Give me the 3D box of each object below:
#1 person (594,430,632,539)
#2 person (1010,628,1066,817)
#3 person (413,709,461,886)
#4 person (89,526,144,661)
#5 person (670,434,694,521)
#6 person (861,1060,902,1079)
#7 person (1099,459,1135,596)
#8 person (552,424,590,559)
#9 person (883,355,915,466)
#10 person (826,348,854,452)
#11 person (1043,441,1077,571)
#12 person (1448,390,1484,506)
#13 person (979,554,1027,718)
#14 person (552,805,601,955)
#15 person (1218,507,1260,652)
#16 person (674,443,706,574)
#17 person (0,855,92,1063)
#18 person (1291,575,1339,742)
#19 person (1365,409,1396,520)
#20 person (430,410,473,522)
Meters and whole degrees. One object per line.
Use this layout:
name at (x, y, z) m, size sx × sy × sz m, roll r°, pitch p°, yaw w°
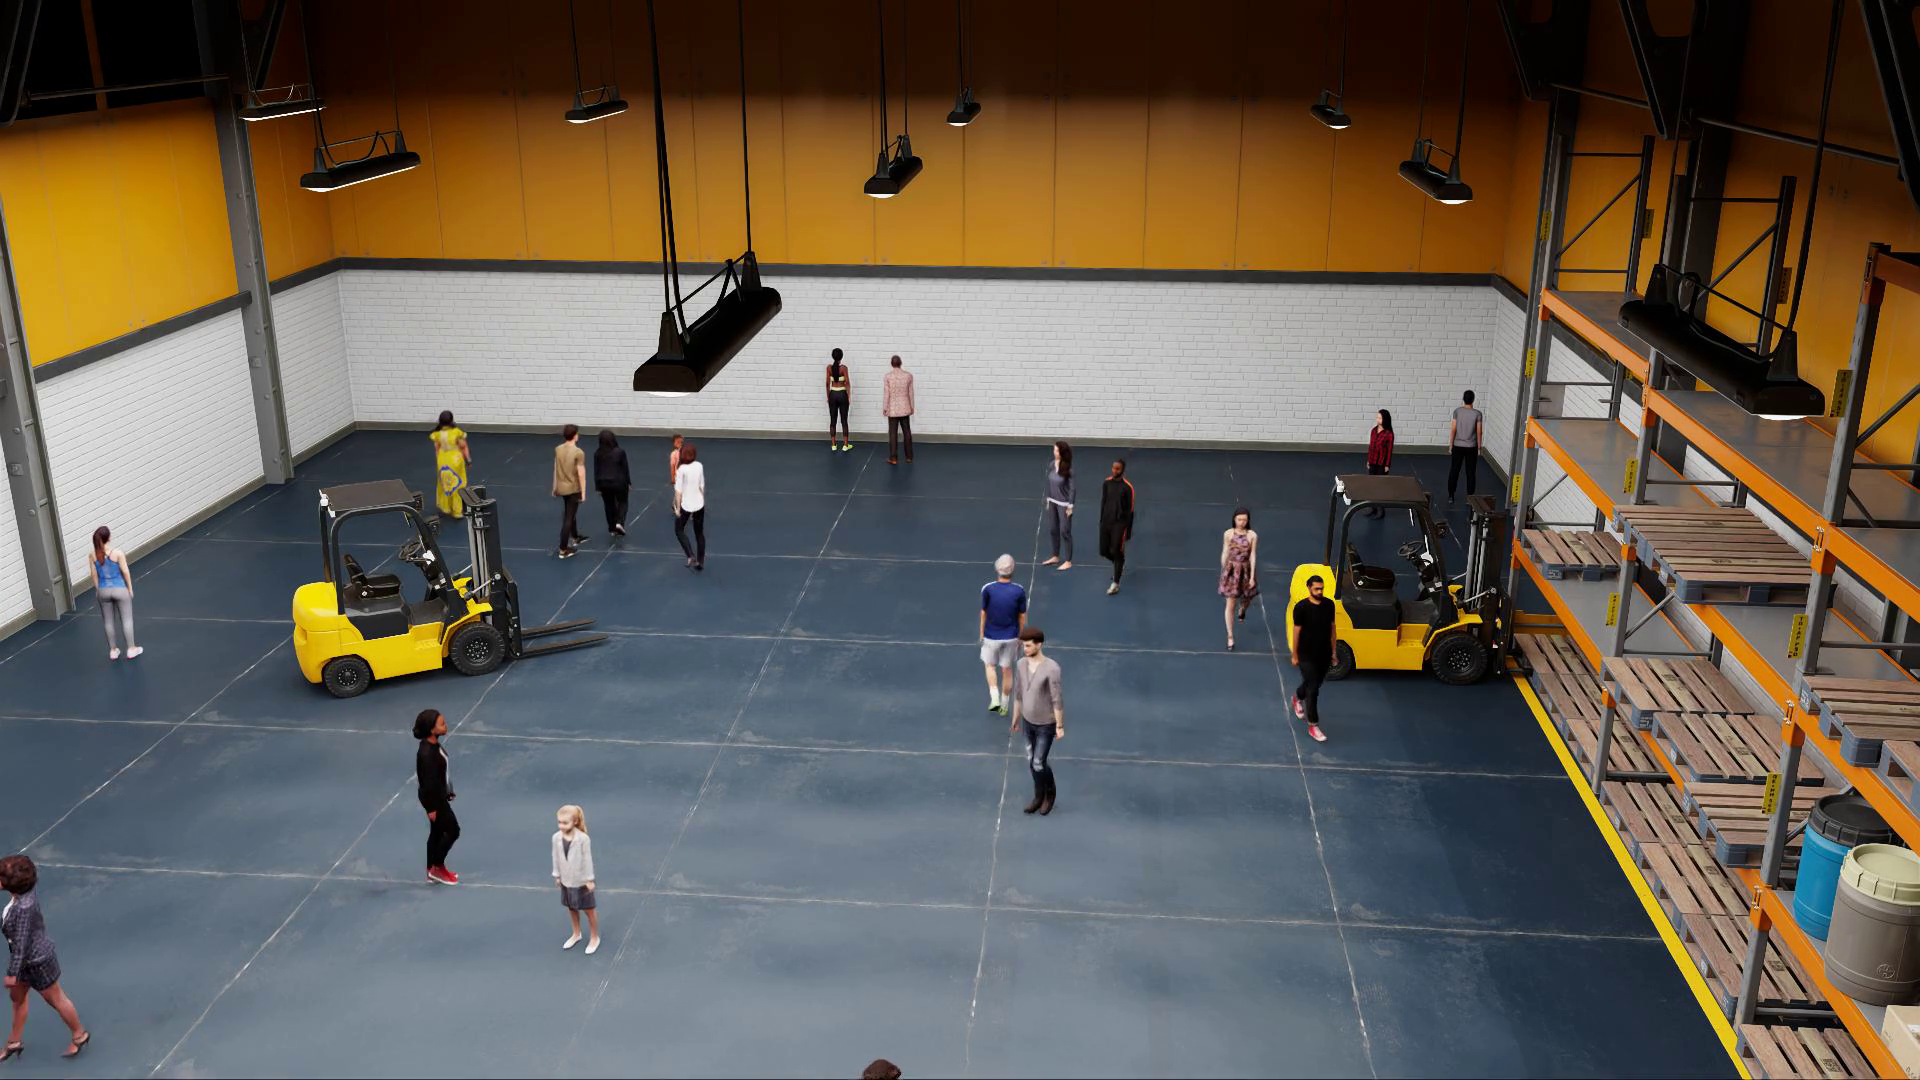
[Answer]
person at (-4.940, -0.766, 23.630) m, size 0.761 × 1.600 × 0.849 m, roll -1°, pitch 19°, yaw -4°
person at (0.812, 1.705, 15.845) m, size 0.825 × 1.886 × 0.864 m, roll 16°, pitch 25°, yaw 40°
person at (-4.659, 2.271, 14.523) m, size 0.728 × 1.658 × 0.589 m, roll -3°, pitch 19°, yaw -8°
person at (-9.941, 0.614, 19.520) m, size 0.614 × 1.609 × 0.590 m, roll -3°, pitch 19°, yaw -8°
person at (-4.164, -0.957, 24.686) m, size 0.885 × 1.288 × 0.889 m, roll 17°, pitch 25°, yaw 41°
person at (-0.527, 3.828, 9.612) m, size 0.976 × 1.841 × 0.797 m, roll 11°, pitch 22°, yaw 30°
person at (2.070, -0.210, 21.662) m, size 0.857 × 1.802 × 0.948 m, roll 13°, pitch 23°, yaw 34°
person at (-5.461, -0.667, 22.996) m, size 0.928 × 1.818 × 1.076 m, roll 11°, pitch 22°, yaw 30°
person at (-1.014, -2.156, 27.434) m, size 0.773 × 1.807 × 0.741 m, roll -6°, pitch 20°, yaw -18°
person at (-2.068, -2.390, 28.211) m, size 0.576 × 1.754 × 0.519 m, roll 3°, pitch 19°, yaw 10°
person at (1.370, -0.485, 22.533) m, size 0.727 × 1.768 × 0.682 m, roll -17°, pitch 25°, yaw -41°
person at (7.696, -1.425, 25.346) m, size 0.686 × 1.754 × 0.649 m, roll 9°, pitch 20°, yaw 24°
person at (0.453, 1.060, 17.848) m, size 0.689 × 1.831 × 0.726 m, roll 0°, pitch 19°, yaw -1°
person at (-3.157, 2.761, 13.669) m, size 0.560 × 1.274 × 0.568 m, roll 5°, pitch 19°, yaw 15°
person at (3.337, 0.436, 19.822) m, size 0.733 × 1.753 × 0.968 m, roll 6°, pitch 19°, yaw 17°
person at (-3.544, -0.400, 22.259) m, size 0.747 × 1.782 × 0.812 m, roll -16°, pitch 24°, yaw -39°
person at (-6.661, 3.059, 12.157) m, size 0.975 × 1.673 × 0.958 m, roll -12°, pitch 22°, yaw -31°
person at (3.724, 1.179, 17.630) m, size 0.953 × 1.743 × 1.195 m, roll -7°, pitch 20°, yaw -21°
person at (6.237, -1.142, 24.664) m, size 0.717 × 1.652 × 0.633 m, roll -12°, pitch 22°, yaw -31°
person at (-7.501, -1.084, 24.498) m, size 0.790 × 1.648 × 0.758 m, roll 2°, pitch 19°, yaw 5°
